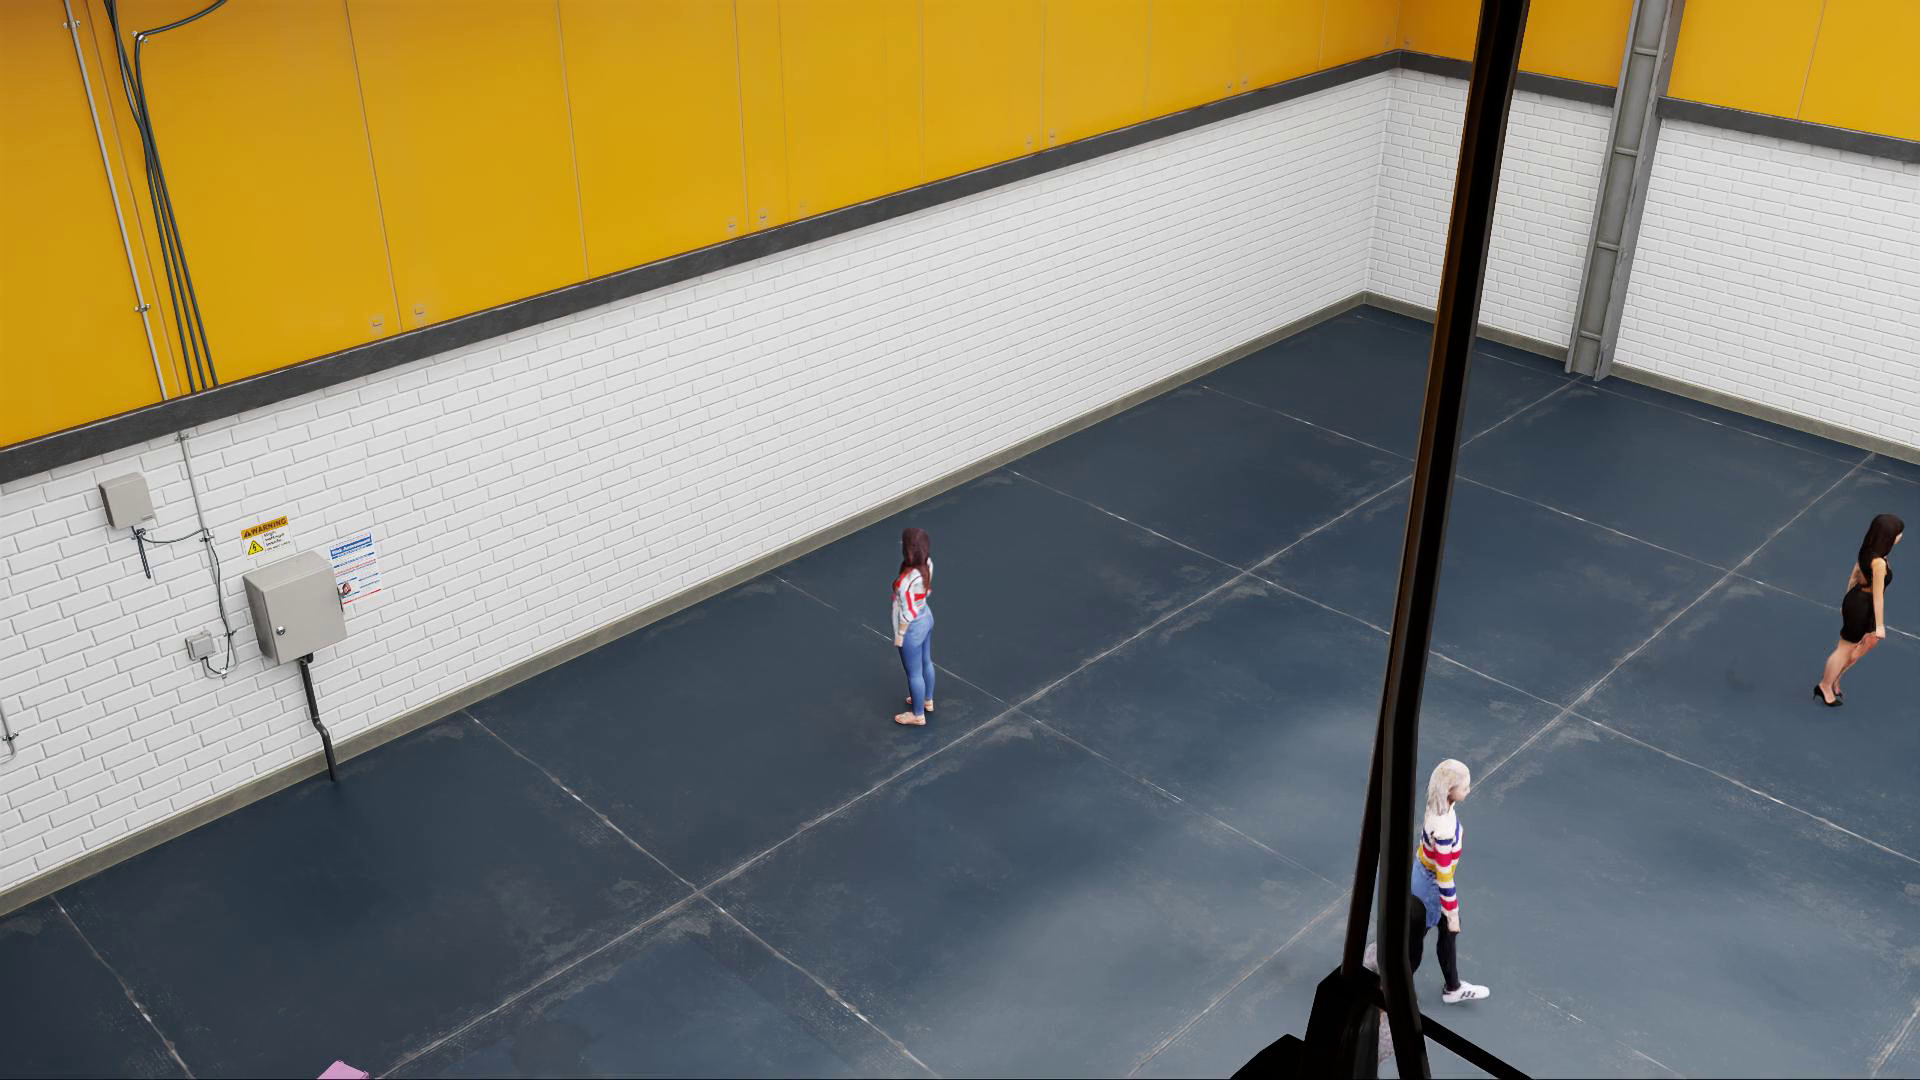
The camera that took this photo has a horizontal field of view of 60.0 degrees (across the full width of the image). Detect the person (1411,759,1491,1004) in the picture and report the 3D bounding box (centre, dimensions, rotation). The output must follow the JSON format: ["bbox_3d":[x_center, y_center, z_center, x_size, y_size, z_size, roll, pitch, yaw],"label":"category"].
[{"bbox_3d":[2.602,1.989,9.540,1.056,1.787,0.936,7,29,13],"label":"person"}]

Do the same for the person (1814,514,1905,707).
[{"bbox_3d":[6.595,0.537,12.360,0.678,1.636,0.654,10,30,18],"label":"person"}]

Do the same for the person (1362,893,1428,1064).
[{"bbox_3d":[2.192,2.560,8.513,0.925,1.767,0.745,16,33,27],"label":"person"}]

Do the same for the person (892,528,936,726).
[{"bbox_3d":[-0.326,0.620,12.229,0.641,1.614,0.654,10,30,18],"label":"person"}]
